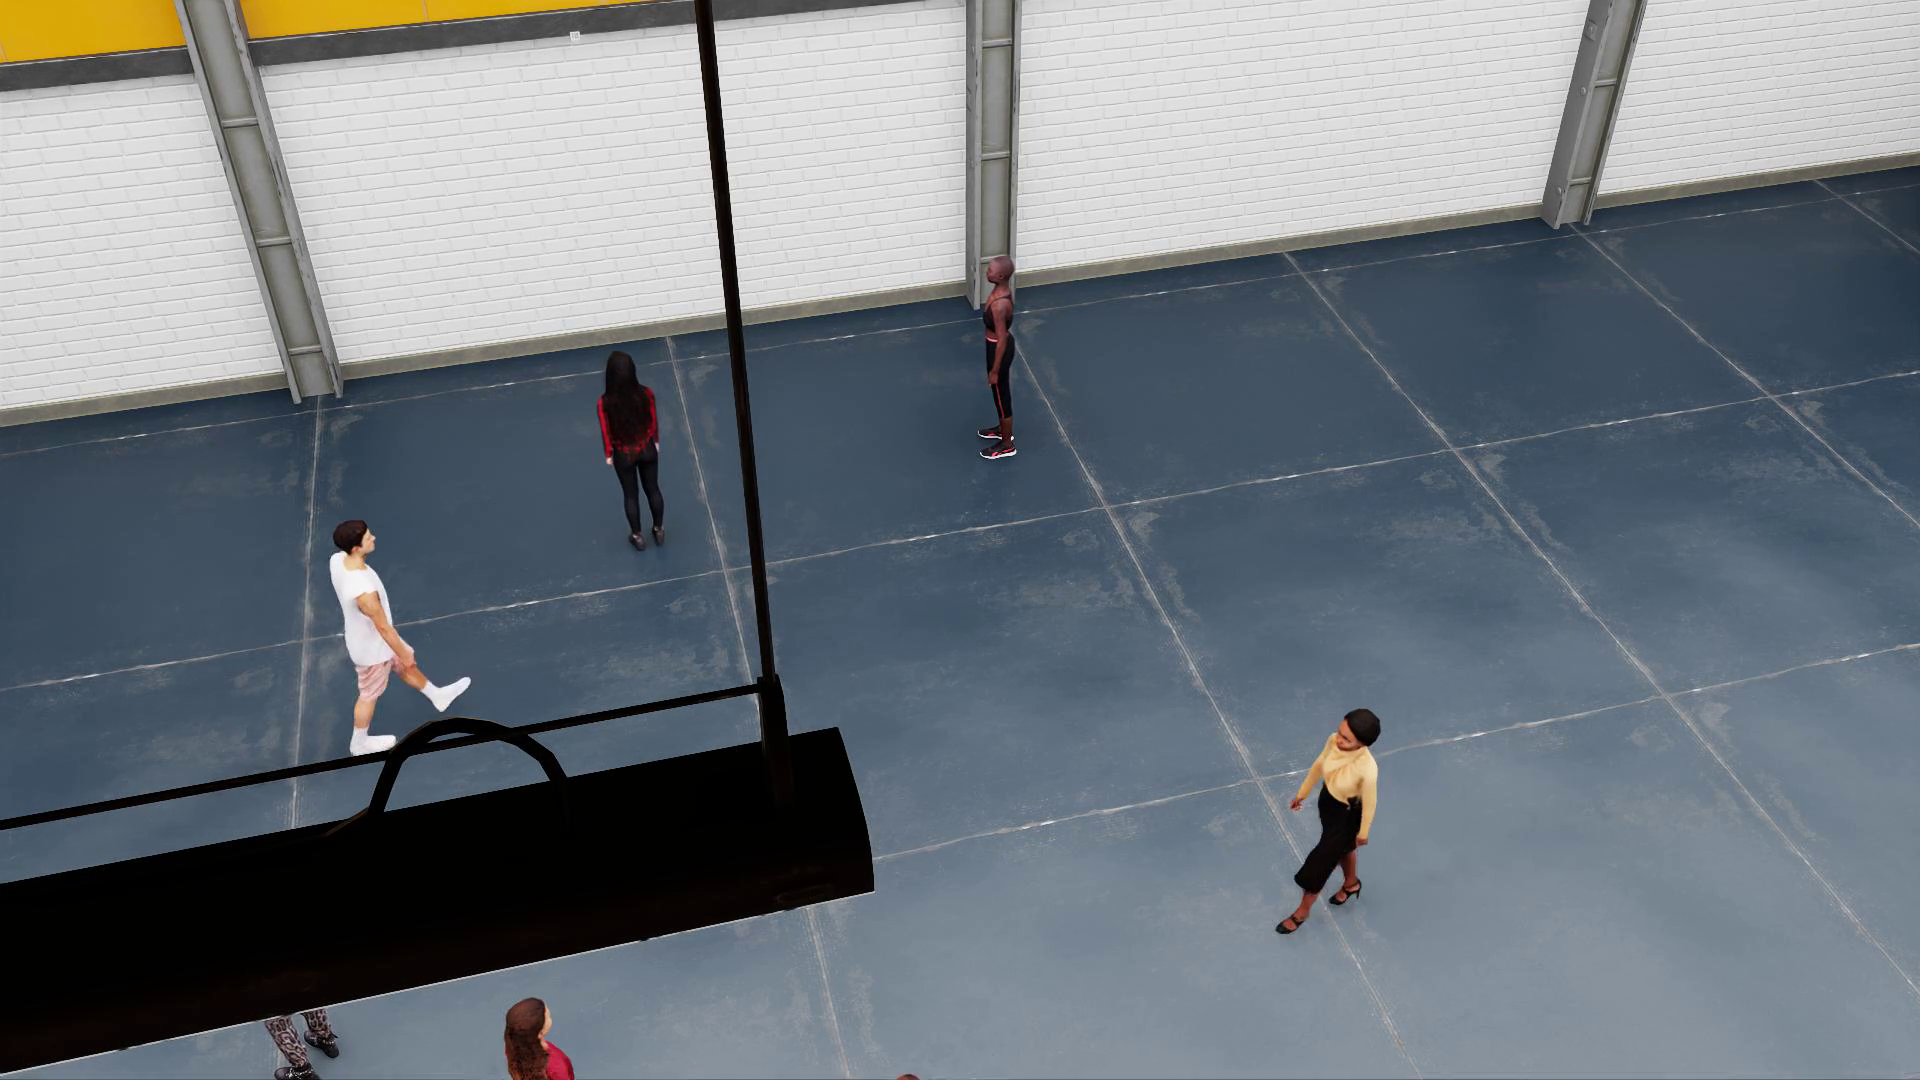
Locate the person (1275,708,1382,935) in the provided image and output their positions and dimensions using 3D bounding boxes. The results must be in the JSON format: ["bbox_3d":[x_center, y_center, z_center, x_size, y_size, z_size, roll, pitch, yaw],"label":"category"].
[{"bbox_3d":[2.232,1.552,9.439,0.833,1.631,0.609,-11,40,-14],"label":"person"}]

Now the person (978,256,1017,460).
[{"bbox_3d":[0.322,-1.450,13.096,0.626,1.758,0.639,0,39,1],"label":"person"}]

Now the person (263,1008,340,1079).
[{"bbox_3d":[-3.557,2.203,8.556,0.721,1.714,0.679,14,41,17],"label":"person"}]

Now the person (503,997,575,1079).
[{"bbox_3d":[-2.007,2.794,7.963,0.907,1.531,1.010,23,44,26],"label":"person"}]

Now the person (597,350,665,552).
[{"bbox_3d":[-2.377,-0.640,12.164,0.529,1.656,0.692,-19,42,-22],"label":"person"}]

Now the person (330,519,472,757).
[{"bbox_3d":[-3.781,0.666,10.464,1.183,1.736,0.885,-22,43,-25],"label":"person"}]
